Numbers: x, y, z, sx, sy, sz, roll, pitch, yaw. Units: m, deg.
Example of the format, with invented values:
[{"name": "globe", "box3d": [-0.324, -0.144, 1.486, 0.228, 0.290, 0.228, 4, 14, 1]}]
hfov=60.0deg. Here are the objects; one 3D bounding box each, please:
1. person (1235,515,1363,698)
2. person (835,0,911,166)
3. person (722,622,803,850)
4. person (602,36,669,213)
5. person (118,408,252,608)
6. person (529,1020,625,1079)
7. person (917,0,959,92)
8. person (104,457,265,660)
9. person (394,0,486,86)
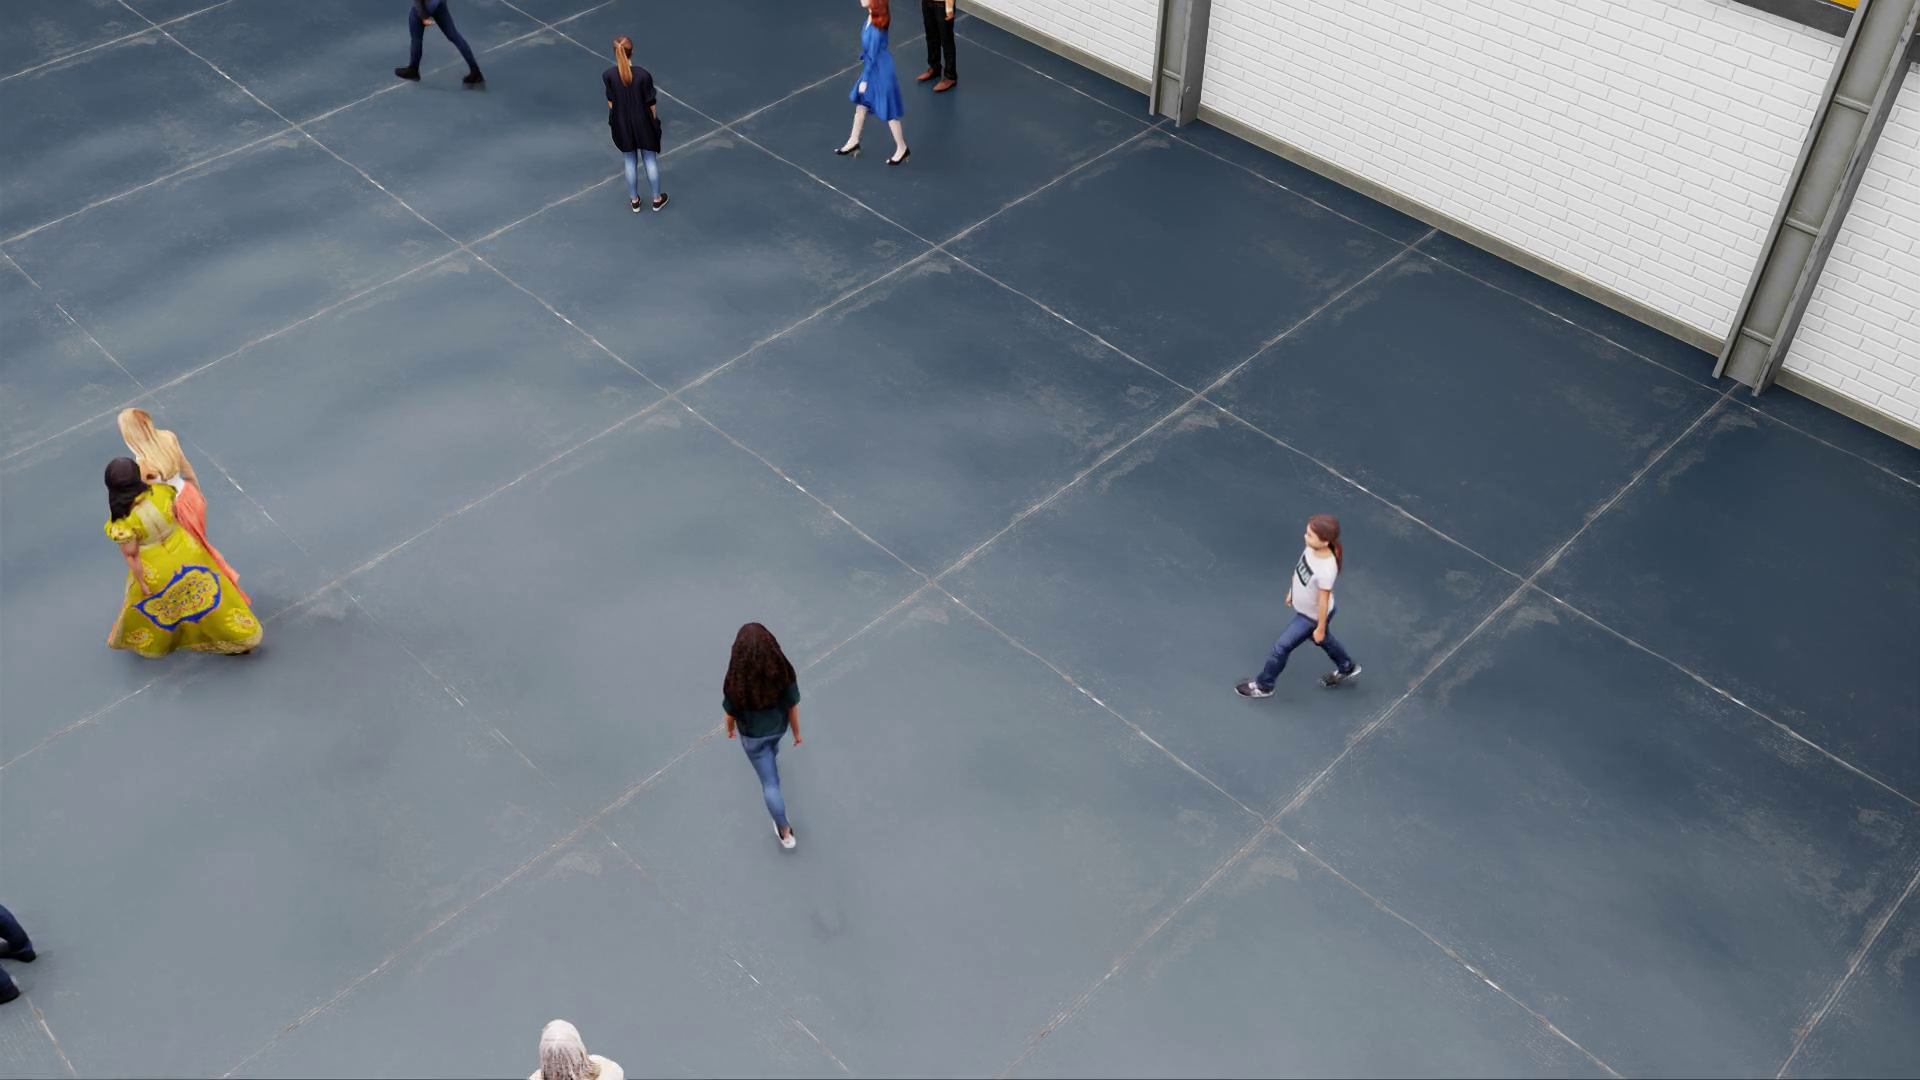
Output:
[{"name": "person", "box3d": [2.317, 0.431, 10.584, 1.059, 1.531, 1.041, -4, 44, -4]}, {"name": "person", "box3d": [-0.643, -4.236, 15.285, 1.018, 1.803, 0.981, -3, 44, -3]}, {"name": "person", "box3d": [-1.133, 1.176, 9.774, 0.888, 1.569, 1.159, -15, 46, -15]}, {"name": "person", "box3d": [-2.897, -3.699, 14.807, 0.709, 1.684, 0.774, 1, 44, 1]}, {"name": "person", "box3d": [-5.066, -0.141, 10.996, 0.907, 1.790, 0.834, 5, 44, 6]}, {"name": "person", "box3d": [-1.727, 2.872, 7.880, 0.816, 1.725, 0.895, -7, 44, -7]}, {"name": "person", "box3d": [-0.208, -5.355, 16.497, 0.726, 1.753, 0.546, -30, 51, -28]}, {"name": "person", "box3d": [-5.077, 0.173, 10.801, 1.235, 1.605, 1.034, 19, 47, 19]}, {"name": "person", "box3d": [-5.153, -5.255, 16.434, 1.273, 1.694, 1.016, 12, 45, 12]}]
